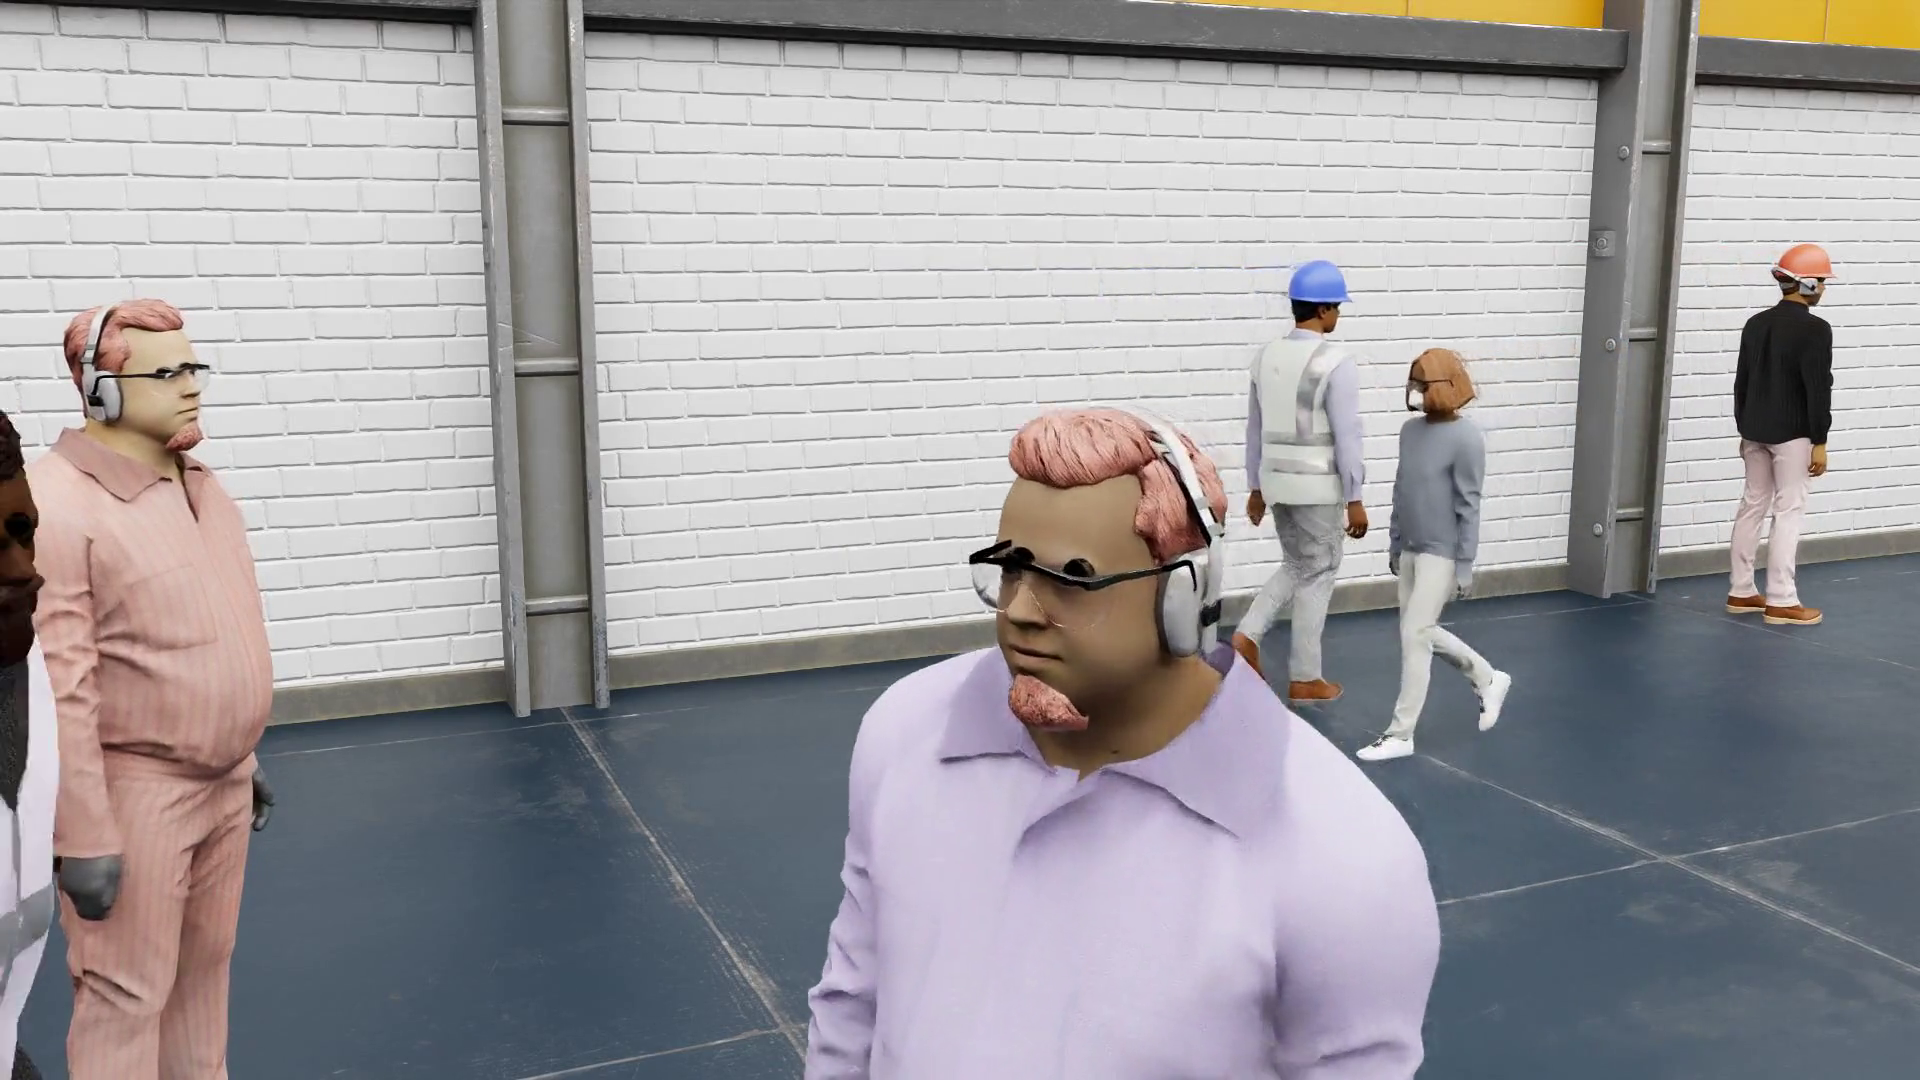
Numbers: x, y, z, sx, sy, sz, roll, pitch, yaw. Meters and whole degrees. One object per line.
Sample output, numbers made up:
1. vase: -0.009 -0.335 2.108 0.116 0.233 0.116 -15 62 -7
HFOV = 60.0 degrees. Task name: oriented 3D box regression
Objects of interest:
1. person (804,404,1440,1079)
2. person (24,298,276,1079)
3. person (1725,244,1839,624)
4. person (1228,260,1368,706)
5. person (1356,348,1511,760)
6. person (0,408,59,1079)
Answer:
1. person: 0.165 0.779 1.764 0.653 1.881 0.836 8 13 39
2. person: -1.550 0.489 3.271 0.405 1.911 0.636 1 10 4
3. person: 4.368 -0.558 8.803 0.396 1.992 0.623 -3 11 -14
4. person: 1.464 -0.223 7.128 0.483 1.932 0.614 -5 11 -24
5. person: 1.891 0.050 6.506 0.686 1.609 0.508 -3 11 -16
6. person: -1.242 0.736 2.052 0.977 1.853 0.592 0 10 0
